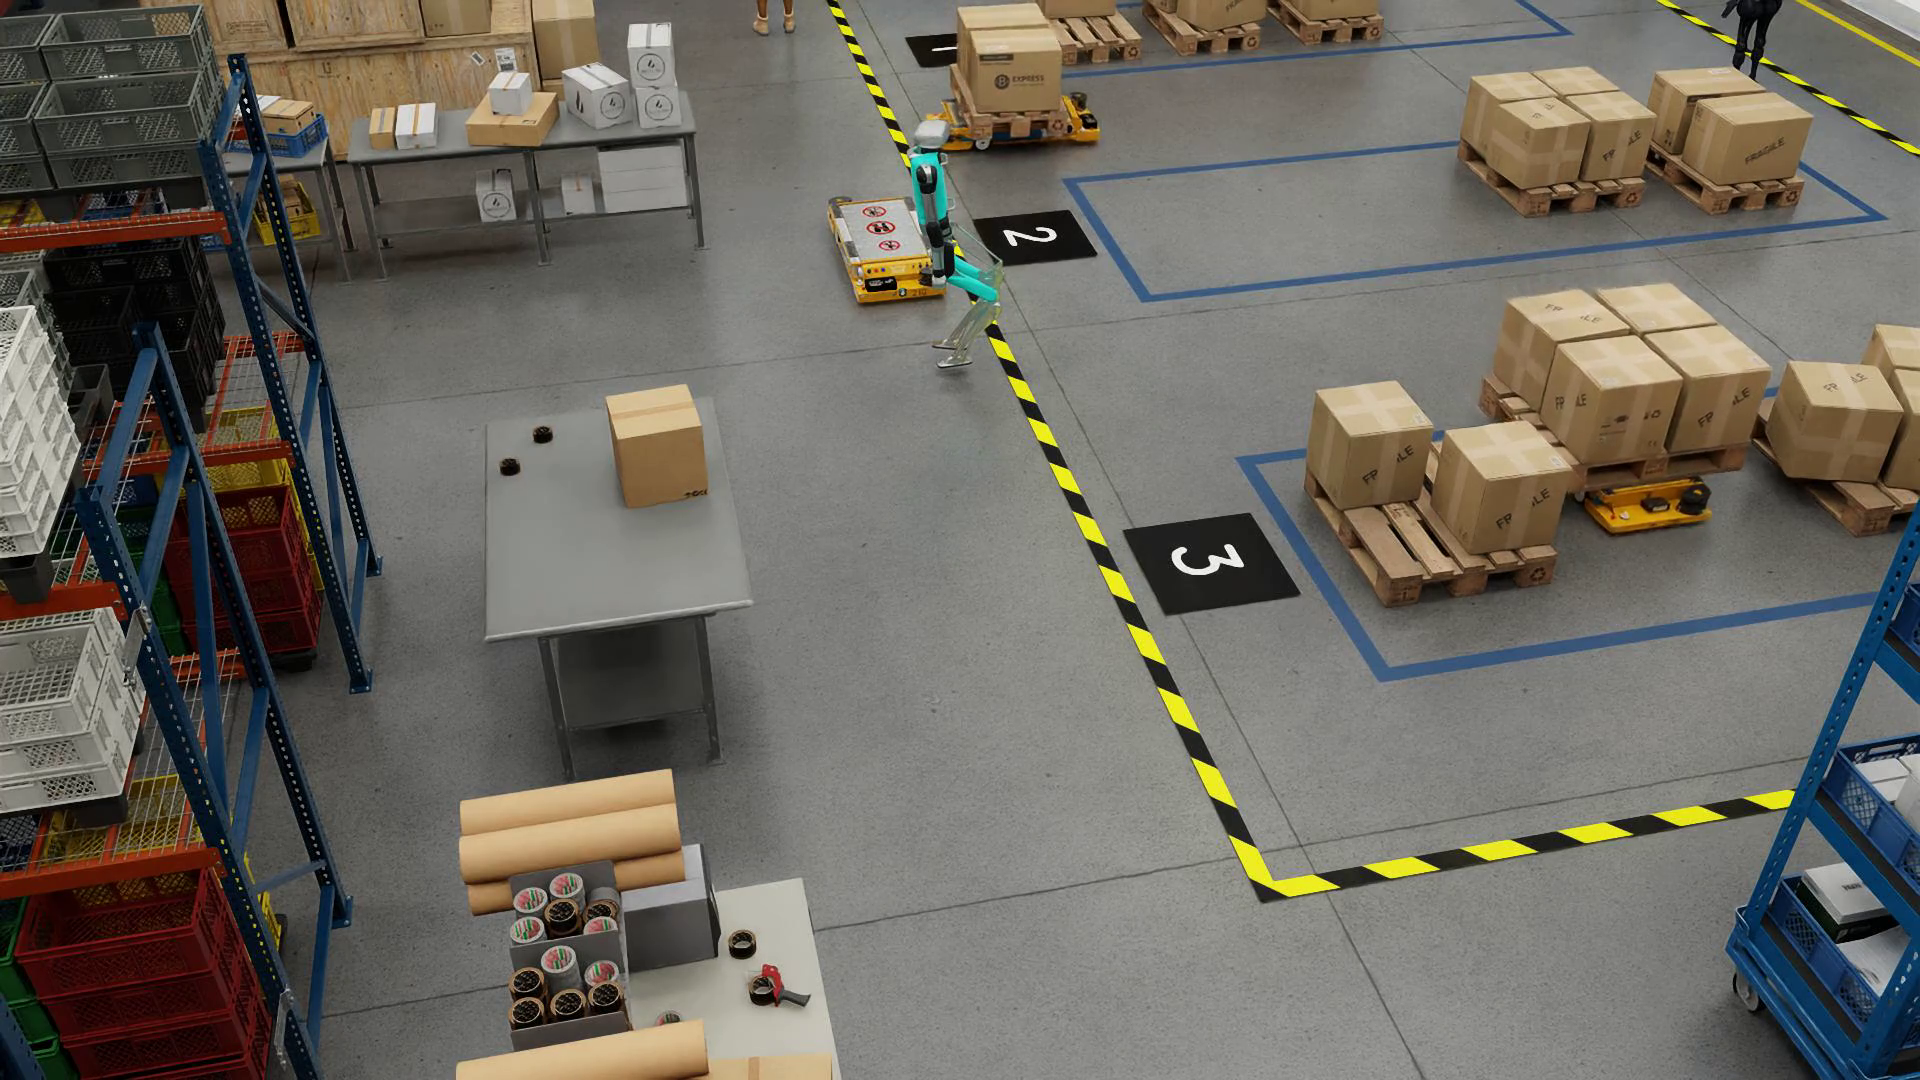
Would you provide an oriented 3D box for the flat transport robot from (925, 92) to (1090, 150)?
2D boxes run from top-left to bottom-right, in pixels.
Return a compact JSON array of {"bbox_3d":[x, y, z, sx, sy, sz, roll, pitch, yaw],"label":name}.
[{"bbox_3d":[0.452,-3.641,14.424,1.431,0.197,0.652,-6,37,-8],"label":"flat transport robot"}]

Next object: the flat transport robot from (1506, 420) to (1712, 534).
[{"bbox_3d":[3.962,-0.557,10.280,0.652,0.197,1.431,-8,37,-10],"label":"flat transport robot"}]

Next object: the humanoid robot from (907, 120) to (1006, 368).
[{"bbox_3d":[0.035,-1.905,10.774,0.735,1.673,0.533,-2,37,-2],"label":"humanoid robot"}]

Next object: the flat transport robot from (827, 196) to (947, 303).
[{"bbox_3d":[-0.570,-2.220,12.538,0.659,0.231,1.431,-8,37,-10],"label":"flat transport robot"}]

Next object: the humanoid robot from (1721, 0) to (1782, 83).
[{"bbox_3d":[7.166,-4.882,14.923,0.599,1.656,0.315,-15,39,-19],"label":"humanoid robot"}]

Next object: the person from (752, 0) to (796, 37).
[{"bbox_3d":[-1.855,-5.883,15.973,0.607,2.048,0.365,-10,38,-14],"label":"person"}]
